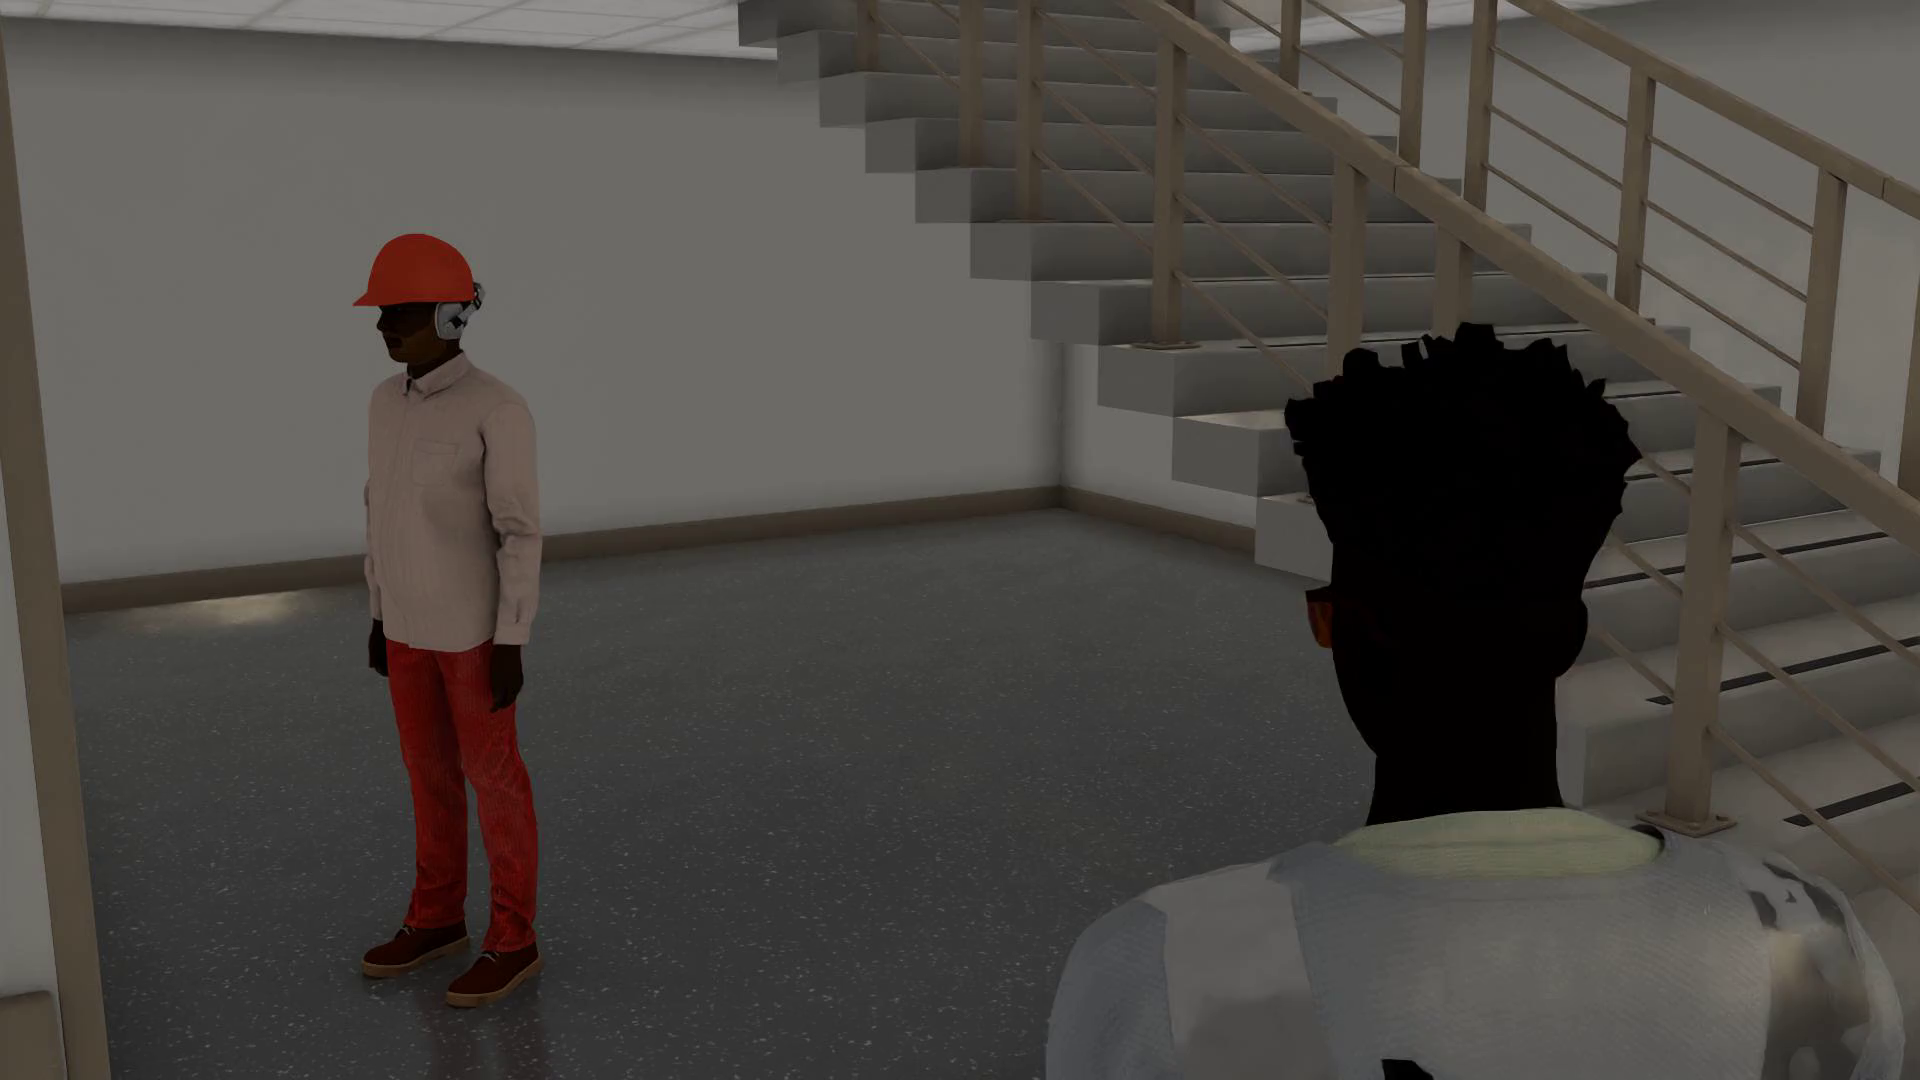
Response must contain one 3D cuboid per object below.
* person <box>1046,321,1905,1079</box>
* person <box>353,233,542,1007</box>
[{"bbox_3d":[0.345,0.822,1.260,0.608,1.955,0.385,-2,11,-9],"label":"person"},{"bbox_3d":[-1.345,0.213,4.346,0.608,1.995,0.377,7,13,33],"label":"person"}]
